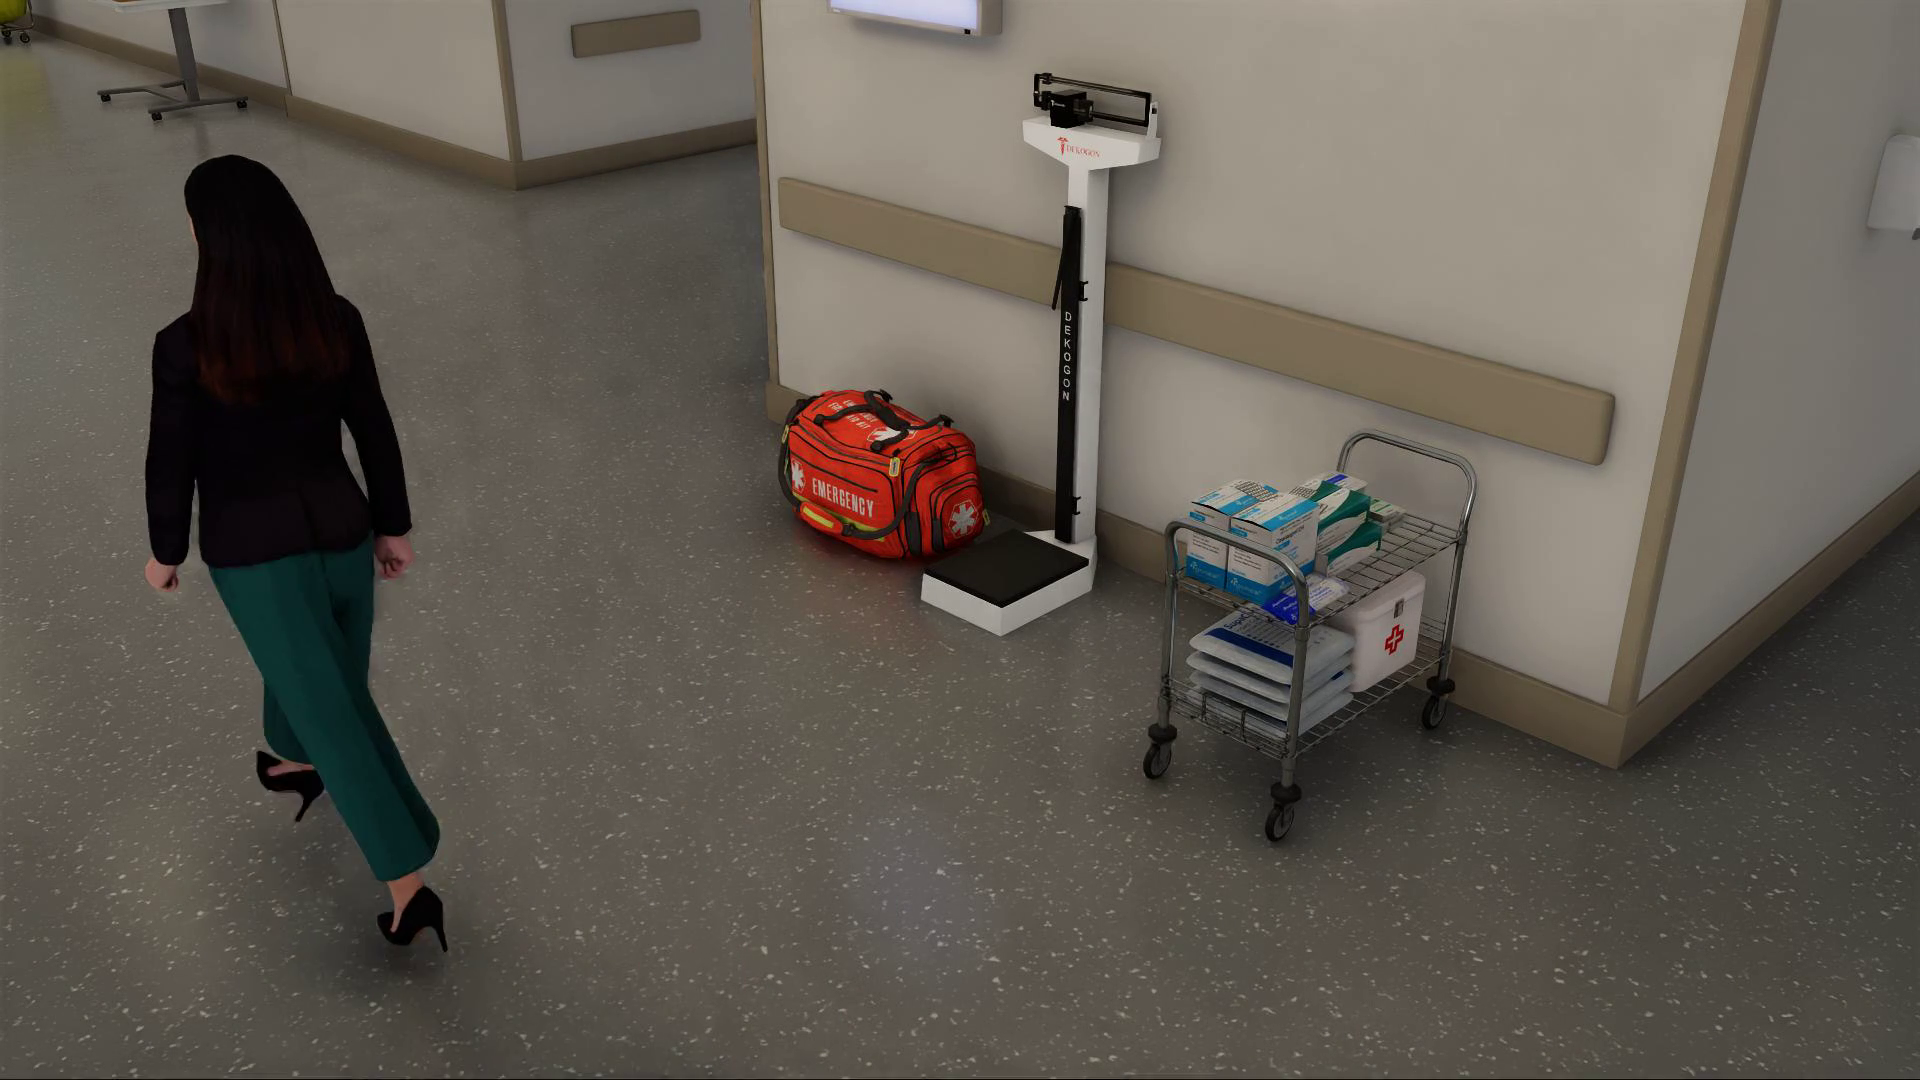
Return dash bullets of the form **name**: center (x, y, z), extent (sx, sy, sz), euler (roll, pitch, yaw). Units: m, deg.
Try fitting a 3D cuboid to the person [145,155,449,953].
- **person**: center (-1.309, 0.120, 3.423), extent (1.112, 1.689, 0.670), euler (20, 32, 35)
